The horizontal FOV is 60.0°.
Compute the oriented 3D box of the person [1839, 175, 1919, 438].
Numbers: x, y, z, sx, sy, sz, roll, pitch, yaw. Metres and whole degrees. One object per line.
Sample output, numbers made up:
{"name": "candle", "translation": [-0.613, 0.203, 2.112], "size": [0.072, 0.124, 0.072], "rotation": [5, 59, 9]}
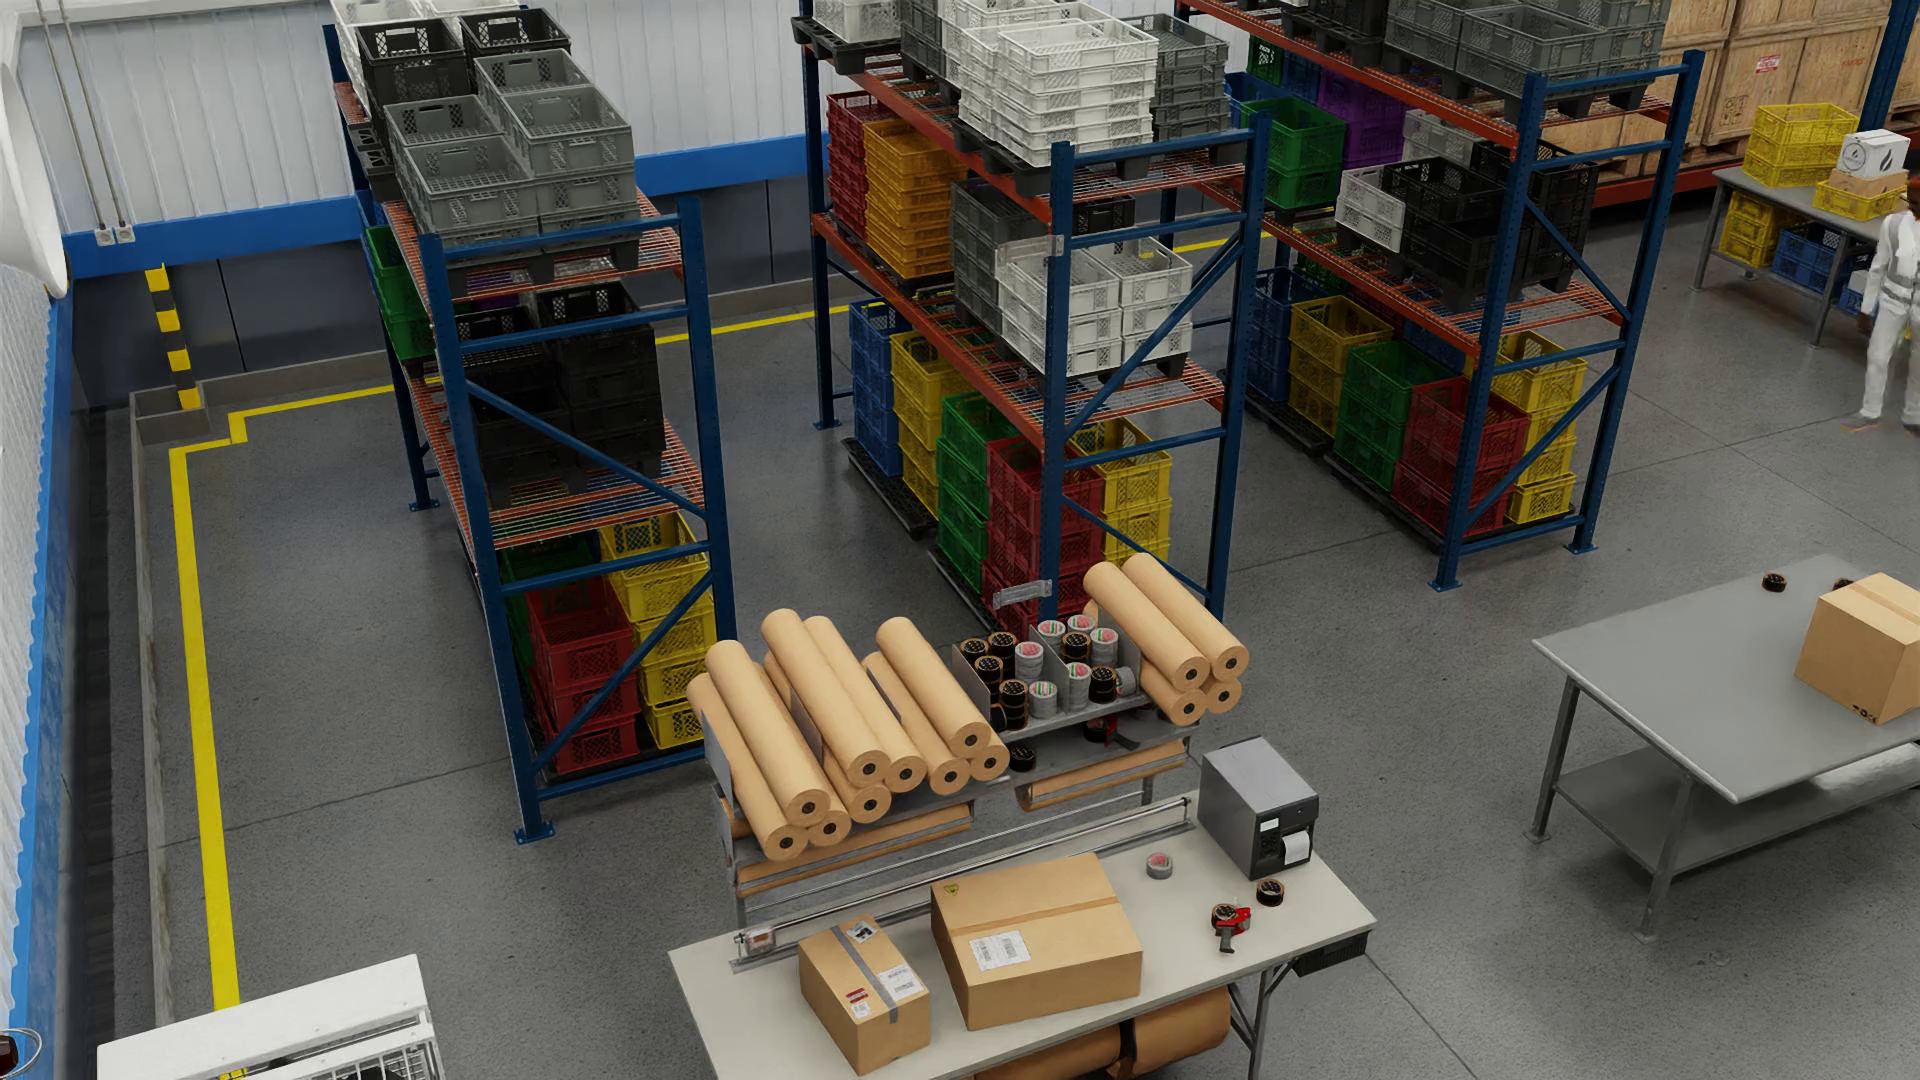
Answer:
{"name": "person", "translation": [6.317, -1.507, 10.915], "size": [0.750, 1.845, 0.391], "rotation": [20, 37, 29]}
